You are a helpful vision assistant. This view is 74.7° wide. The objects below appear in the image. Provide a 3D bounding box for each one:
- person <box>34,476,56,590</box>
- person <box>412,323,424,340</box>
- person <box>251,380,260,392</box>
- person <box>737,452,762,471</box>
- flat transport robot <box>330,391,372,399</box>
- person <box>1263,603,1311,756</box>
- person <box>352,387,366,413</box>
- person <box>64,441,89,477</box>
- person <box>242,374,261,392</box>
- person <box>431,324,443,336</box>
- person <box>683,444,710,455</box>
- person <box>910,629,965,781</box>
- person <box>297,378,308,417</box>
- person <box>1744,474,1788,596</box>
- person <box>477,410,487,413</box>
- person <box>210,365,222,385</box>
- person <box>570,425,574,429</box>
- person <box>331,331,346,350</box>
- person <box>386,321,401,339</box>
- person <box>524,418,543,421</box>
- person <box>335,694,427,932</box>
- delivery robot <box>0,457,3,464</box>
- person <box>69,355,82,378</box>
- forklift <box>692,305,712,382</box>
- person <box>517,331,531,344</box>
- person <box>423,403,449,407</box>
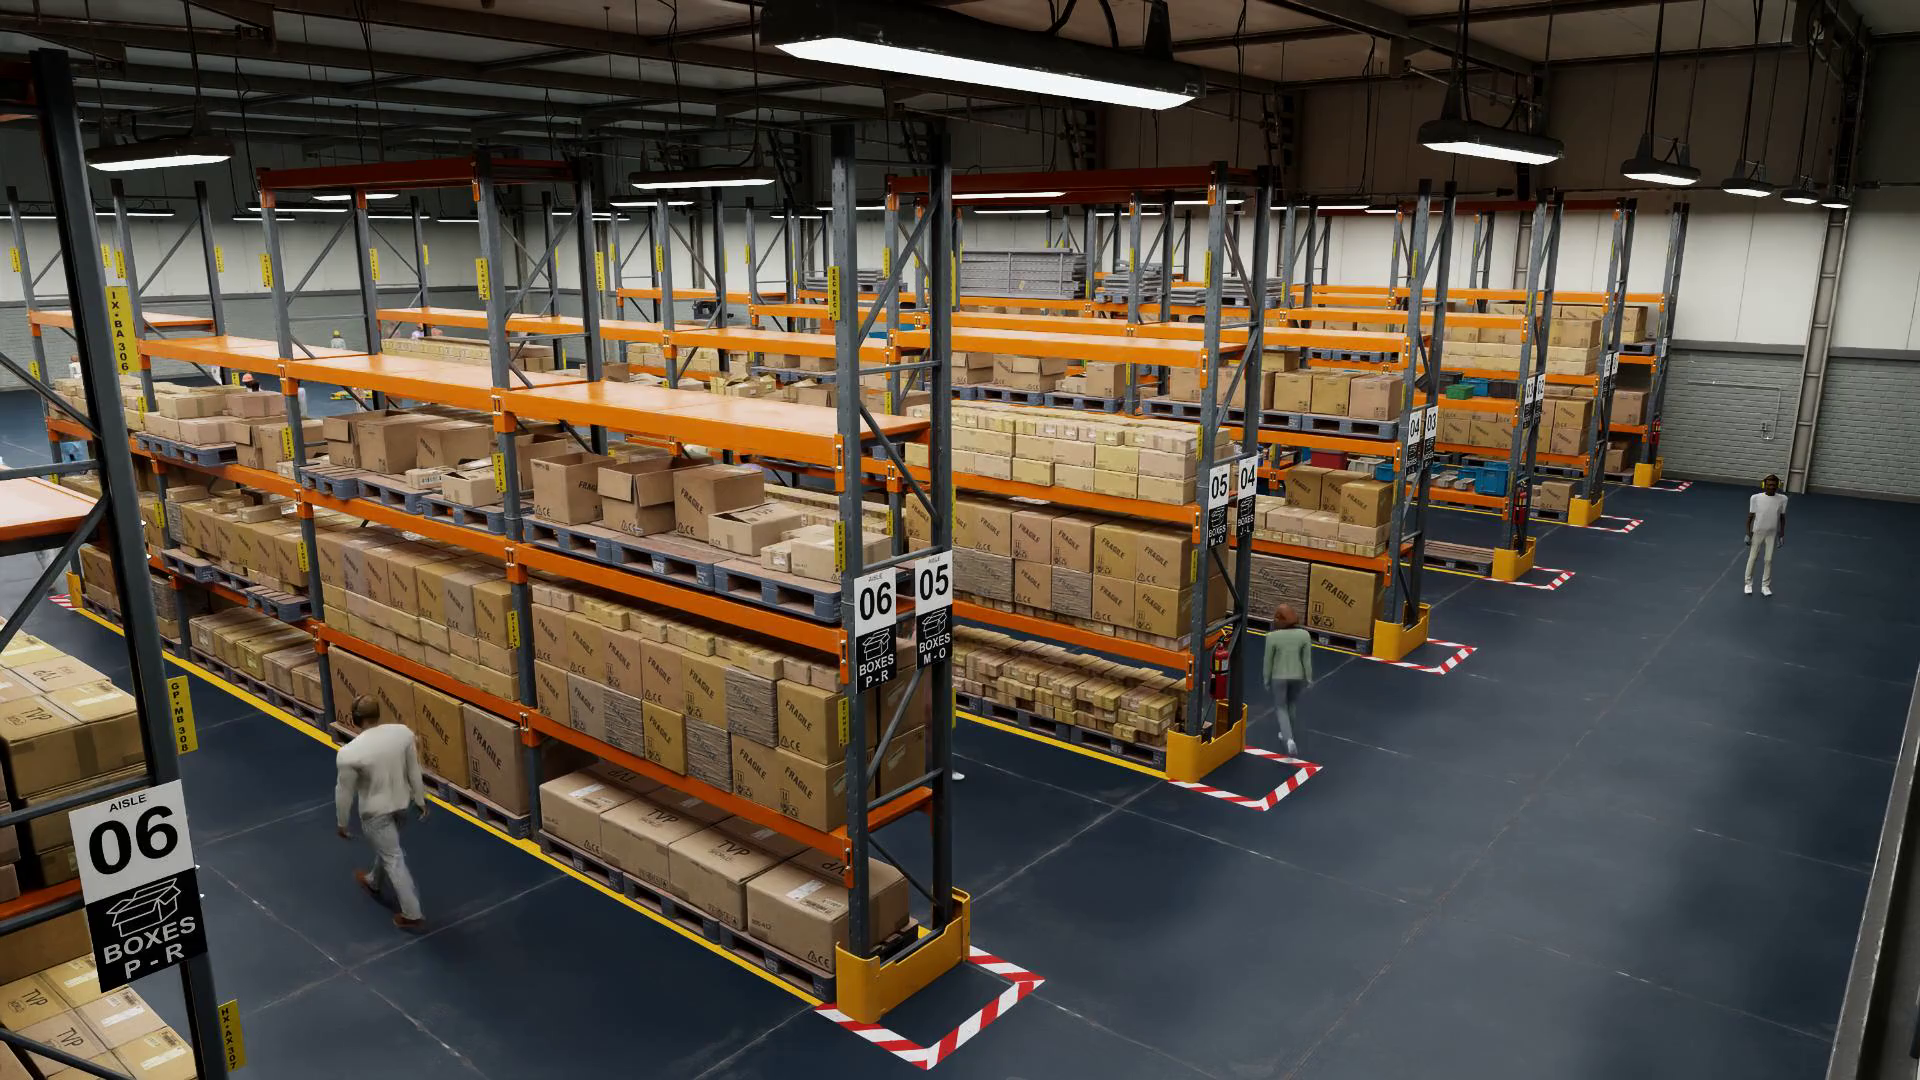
[{"bbox_3d":[-14.311,-0.170,19.587,0.619,1.802,0.952,-5,15,-21],"label":"person"},{"bbox_3d":[-21.165,-7.518,49.433,0.945,1.978,0.667,11,18,39],"label":"person"},{"bbox_3d":[-17.126,-2.962,30.838,0.376,1.912,0.590,8,16,31],"label":"person"},{"bbox_3d":[-3.564,-0.682,21.472,0.550,1.916,0.805,-12,18,-39],"label":"person"},{"bbox_3d":[-20.228,-4.861,42.150,1.431,0.197,0.652,-3,14,-12],"label":"flat transport robot"},{"bbox_3d":[3.473,1.466,13.263,0.531,1.606,0.697,-2,14,-6],"label":"person"},{"bbox_3d":[-16.685,-3.834,34.982,0.314,1.639,0.517,-11,17,-38],"label":"person"},{"bbox_3d":[-17.948,-1.560,25.597,0.886,1.642,0.549,-4,14,-14],"label":"person"},{"bbox_3d":[-18.249,-3.327,32.391,0.546,1.884,0.996,1,14,2],"label":"person"},{"bbox_3d":[-21.035,-7.800,50.556,0.622,1.992,0.394,-4,14,-18],"label":"person"},{"bbox_3d":[-4.828,-1.184,23.321,0.914,2.014,0.612,12,18,41],"label":"person"},{"bbox_3d":[-0.337,1.468,12.673,0.787,1.884,0.650,5,14,19],"label":"person"},{"bbox_3d":[-16.818,-3.274,32.269,0.797,1.844,0.526,1,14,5],"label":"person"},{"bbox_3d":[12.222,-0.085,19.111,0.517,1.865,0.325,5,15,21],"label":"person"},{"bbox_3d":[-10.472,-2.102,27.691,0.900,1.724,0.532,-7,15,-28],"label":"person"},{"bbox_3d":[-25.225,-5.831,42.579,0.373,1.937,0.641,-9,16,-33],"label":"person"},{"bbox_3d":[-10.246,-3.218,32.397,0.801,1.667,0.529,-2,14,-7],"label":"person"},{"bbox_3d":[-24.199,-7.282,49.054,0.490,1.697,0.911,-6,15,-24],"label":"person"},{"bbox_3d":[-23.232,-8.028,51.708,0.650,1.893,0.622,4,14,15],"label":"person"},{"bbox_3d":[-10.482,-2.988,31.095,0.579,1.831,0.978,-4,14,-17],"label":"person"},{"bbox_3d":[-4.638,2.122,9.987,1.027,1.879,0.639,7,15,27],"label":"person"},{"bbox_3d":[-22.044,-1.722,28.452,0.477,0.478,0.707,1,14,6],"label":"delivery robot"},{"bbox_3d":[-28.087,-5.086,40.139,0.312,1.638,0.512,5,15,19],"label":"person"},{"bbox_3d":[-9.511,-7.392,47.124,1.873,2.768,1.129,11,17,38],"label":"forklift"},{"bbox_3d":[-19.156,-8.946,55.458,0.643,1.909,0.410,4,14,16],"label":"person"},{"bbox_3d":[-13.359,-3.257,32.163,0.598,1.858,0.830,-9,16,-32],"label":"person"}]
